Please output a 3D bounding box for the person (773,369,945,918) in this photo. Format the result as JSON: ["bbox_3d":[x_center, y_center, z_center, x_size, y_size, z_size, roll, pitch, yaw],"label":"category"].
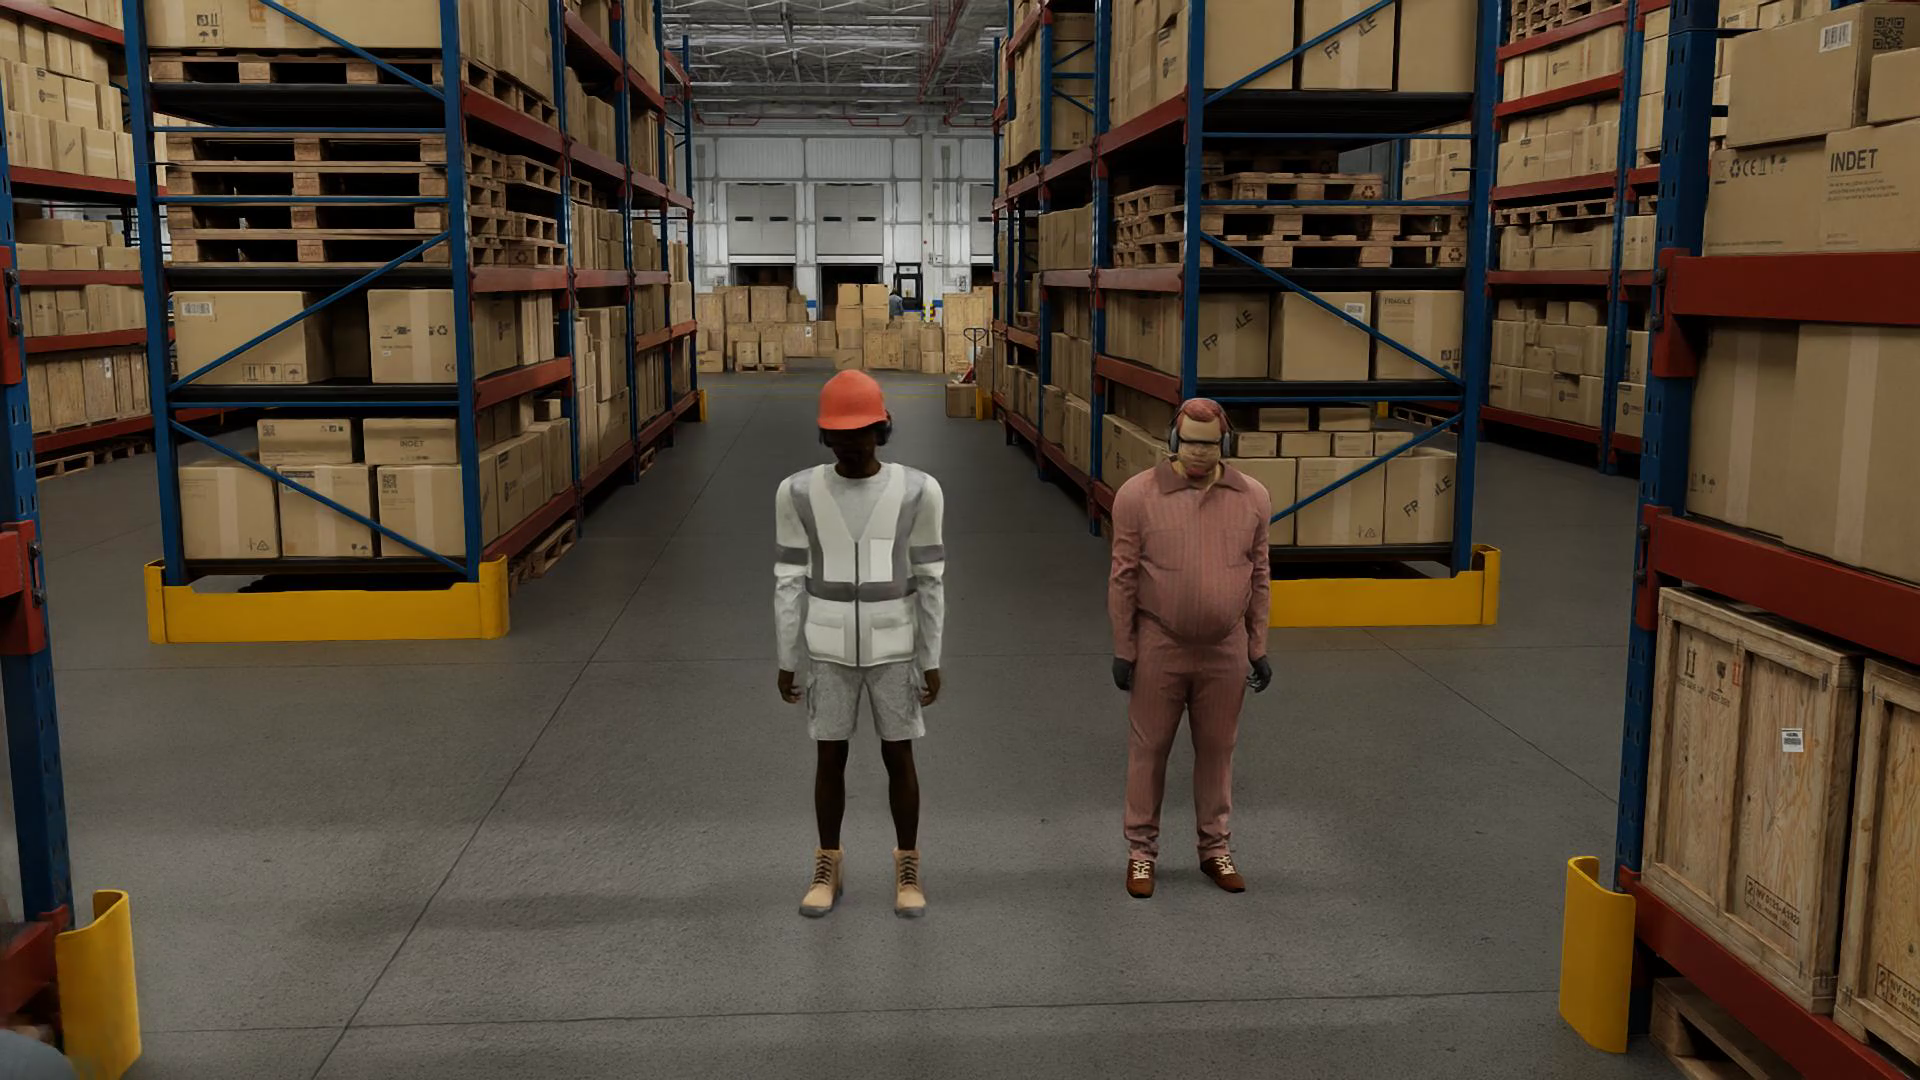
[{"bbox_3d":[-0.369,0.397,6.031,0.625,2.030,0.445,0,9,2],"label":"person"}]

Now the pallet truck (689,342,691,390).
[{"bbox_3d":[-5.225,-3.008,27.480,1.885,1.965,0.823,2,9,14],"label":"pallet truck"}]

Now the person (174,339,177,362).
[{"bbox_3d":[-13.949,-3.362,30.237,0.579,1.822,1.053,-2,9,-11],"label":"person"}]

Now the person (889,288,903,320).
[{"bbox_3d":[-2.284,-7.798,57.792,0.635,1.928,0.381,3,10,19],"label":"person"}]

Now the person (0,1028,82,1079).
[{"bbox_3d":[-1.413,1.218,2.157,0.520,1.608,0.681,-1,9,-4],"label":"person"}]

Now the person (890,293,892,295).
[{"bbox_3d":[-2.541,-8.446,62.564,0.540,1.695,0.317,0,9,-2],"label":"person"}]

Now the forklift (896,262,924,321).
[{"bbox_3d":[-1.879,-8.772,60.913,1.129,2.768,1.873,-1,9,-4],"label":"forklift"}]

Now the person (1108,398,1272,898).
[{"bbox_3d":[0.883,0.411,6.324,0.638,1.902,0.406,-1,9,-7],"label":"person"}]
